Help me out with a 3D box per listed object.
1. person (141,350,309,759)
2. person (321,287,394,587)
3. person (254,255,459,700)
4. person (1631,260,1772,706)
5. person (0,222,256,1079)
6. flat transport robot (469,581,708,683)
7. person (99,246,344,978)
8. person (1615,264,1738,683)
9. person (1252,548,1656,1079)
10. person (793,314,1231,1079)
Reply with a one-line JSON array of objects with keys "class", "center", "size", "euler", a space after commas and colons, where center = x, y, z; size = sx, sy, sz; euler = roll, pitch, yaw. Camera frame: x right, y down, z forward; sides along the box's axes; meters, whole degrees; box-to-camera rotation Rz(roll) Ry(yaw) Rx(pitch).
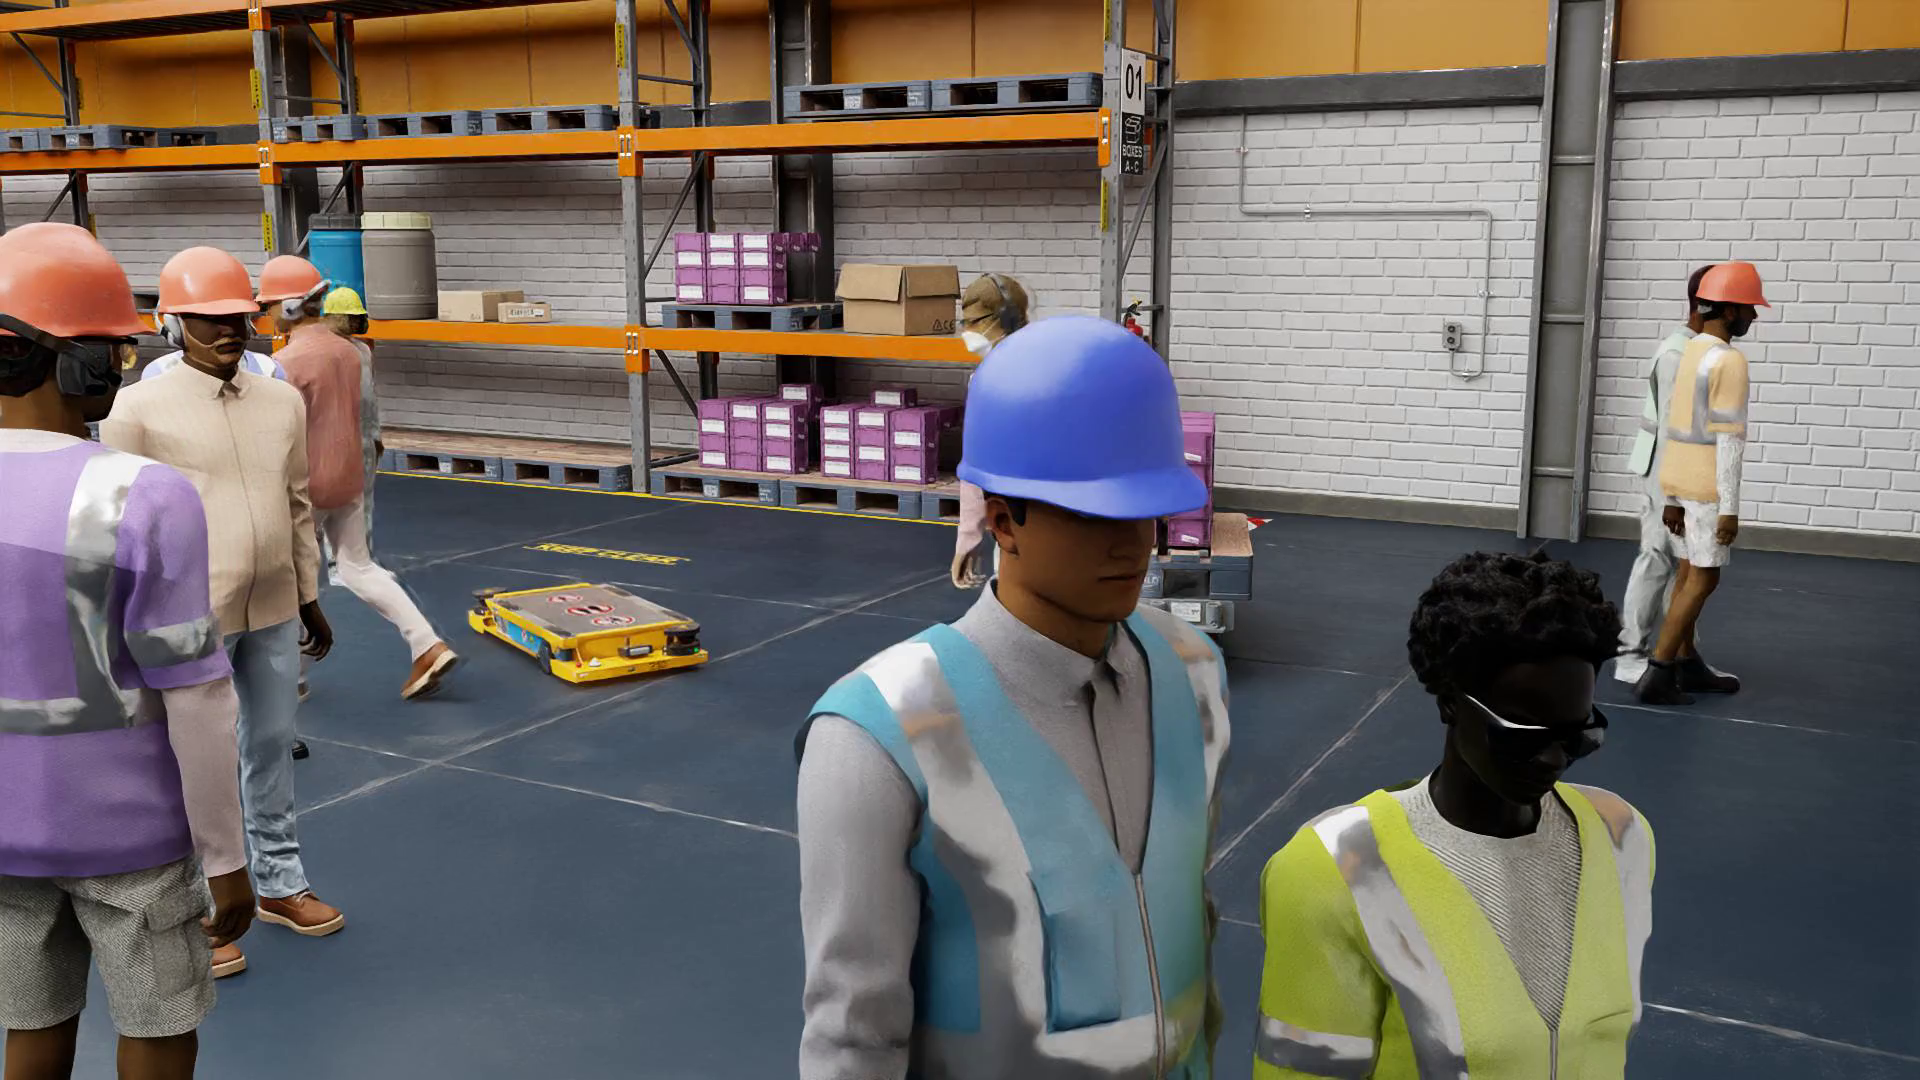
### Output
[{"class": "person", "center": [-2.766, -0.082, 6.308], "size": [0.355, 1.938, 0.545], "euler": [9, 13, 39]}, {"class": "person", "center": [-3.531, -0.590, 9.653], "size": [0.320, 1.737, 0.485], "euler": [3, 11, 16]}, {"class": "person", "center": [-2.688, -0.240, 7.136], "size": [0.964, 1.954, 0.630], "euler": [2, 11, 11]}, {"class": "person", "center": [3.208, -0.231, 7.202], "size": [0.475, 1.949, 0.554], "euler": [-1, 10, -4]}, {"class": "person", "center": [-1.502, 0.490, 2.881], "size": [0.607, 2.044, 0.378], "euler": [2, 10, 10]}, {"class": "flat transport robot", "center": [-1.847, 0.418, 8.133], "size": [0.652, 0.197, 1.431], "euler": [-7, 13, -34]}, {"class": "person", "center": [-2.040, 0.193, 4.642], "size": [0.380, 1.994, 0.618], "euler": [6, 12, 32]}, {"class": "person", "center": [3.237, -0.273, 7.441], "size": [0.435, 1.913, 0.611], "euler": [9, 13, 39]}, {"class": "person", "center": [0.577, 0.836, 1.943], "size": [0.531, 1.692, 0.320], "euler": [-4, 11, -22]}, {"class": "person", "center": [0.093, 0.721, 1.882], "size": [0.619, 1.944, 0.407], "euler": [-9, 14, -42]}]
